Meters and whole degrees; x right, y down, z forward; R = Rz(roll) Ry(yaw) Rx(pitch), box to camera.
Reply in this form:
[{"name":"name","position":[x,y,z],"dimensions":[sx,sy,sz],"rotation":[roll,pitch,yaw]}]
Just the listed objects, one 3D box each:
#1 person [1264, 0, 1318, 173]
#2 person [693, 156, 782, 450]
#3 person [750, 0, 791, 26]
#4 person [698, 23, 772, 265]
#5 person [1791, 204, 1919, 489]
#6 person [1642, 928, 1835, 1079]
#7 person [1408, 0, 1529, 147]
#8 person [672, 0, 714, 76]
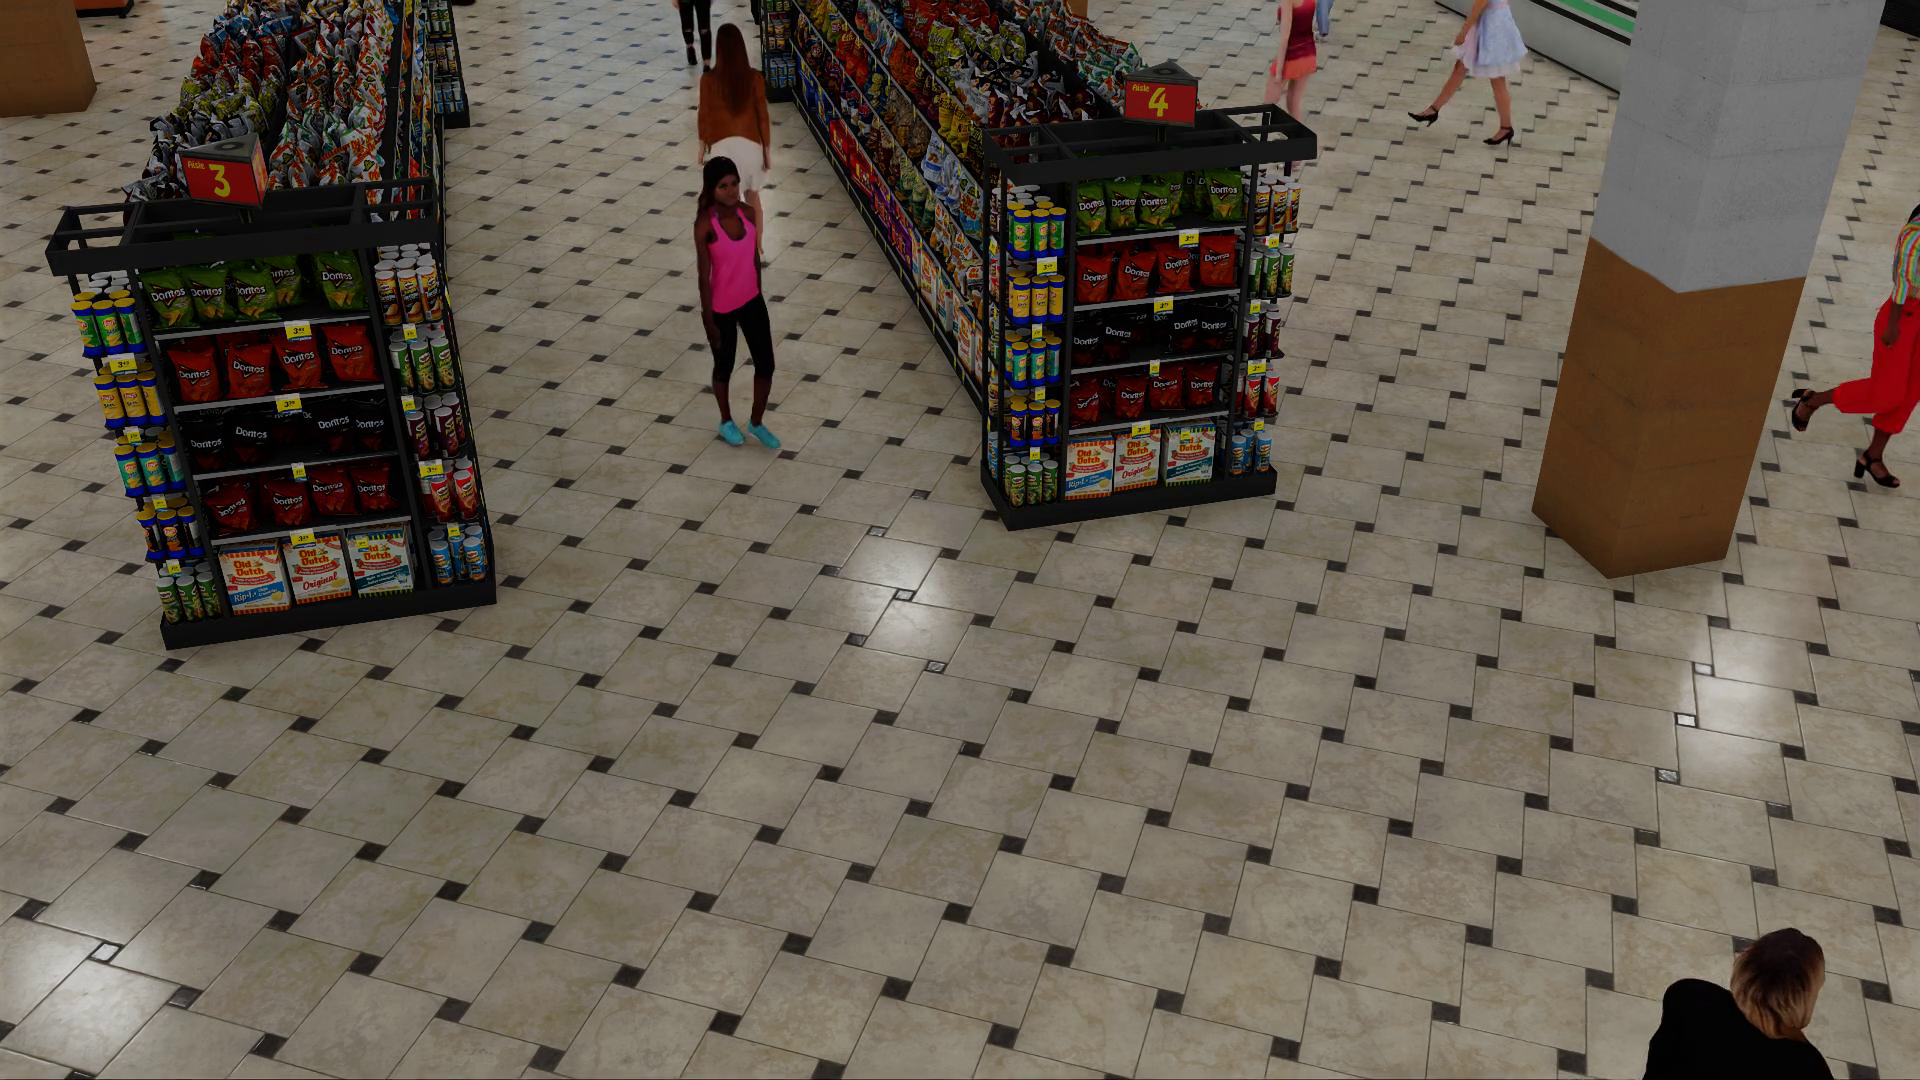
[{"name":"person","position":[2.670,-3.704,12.997],"dimensions":[0.721,1.733,0.778],"rotation":[-20,37,-29]},{"name":"person","position":[-1.299,-1.310,9.175],"dimensions":[0.697,1.706,0.771],"rotation":[-20,37,-29]},{"name":"person","position":[-1.968,-6.183,16.882],"dimensions":[0.801,1.839,0.747],"rotation":[5,32,8]},{"name":"person","position":[-1.494,-2.563,11.192],"dimensions":[0.636,1.702,0.620],"rotation":[-10,33,-16]},{"name":"person","position":[4.919,-1.139,8.833],"dimensions":[0.789,1.777,0.993],"rotation":[-21,38,-30]},{"name":"person","position":[1.915,1.686,4.417],"dimensions":[1.038,1.645,1.003],"rotation":[25,40,34]},{"name":"person","position":[4.403,-4.064,13.537],"dimensions":[1.159,1.775,1.157],"rotation":[13,34,20]},{"name":"person","position":[-2.495,-5.076,15.469],"dimensions":[0.614,1.450,0.979],"rotation":[-6,32,-9]}]
